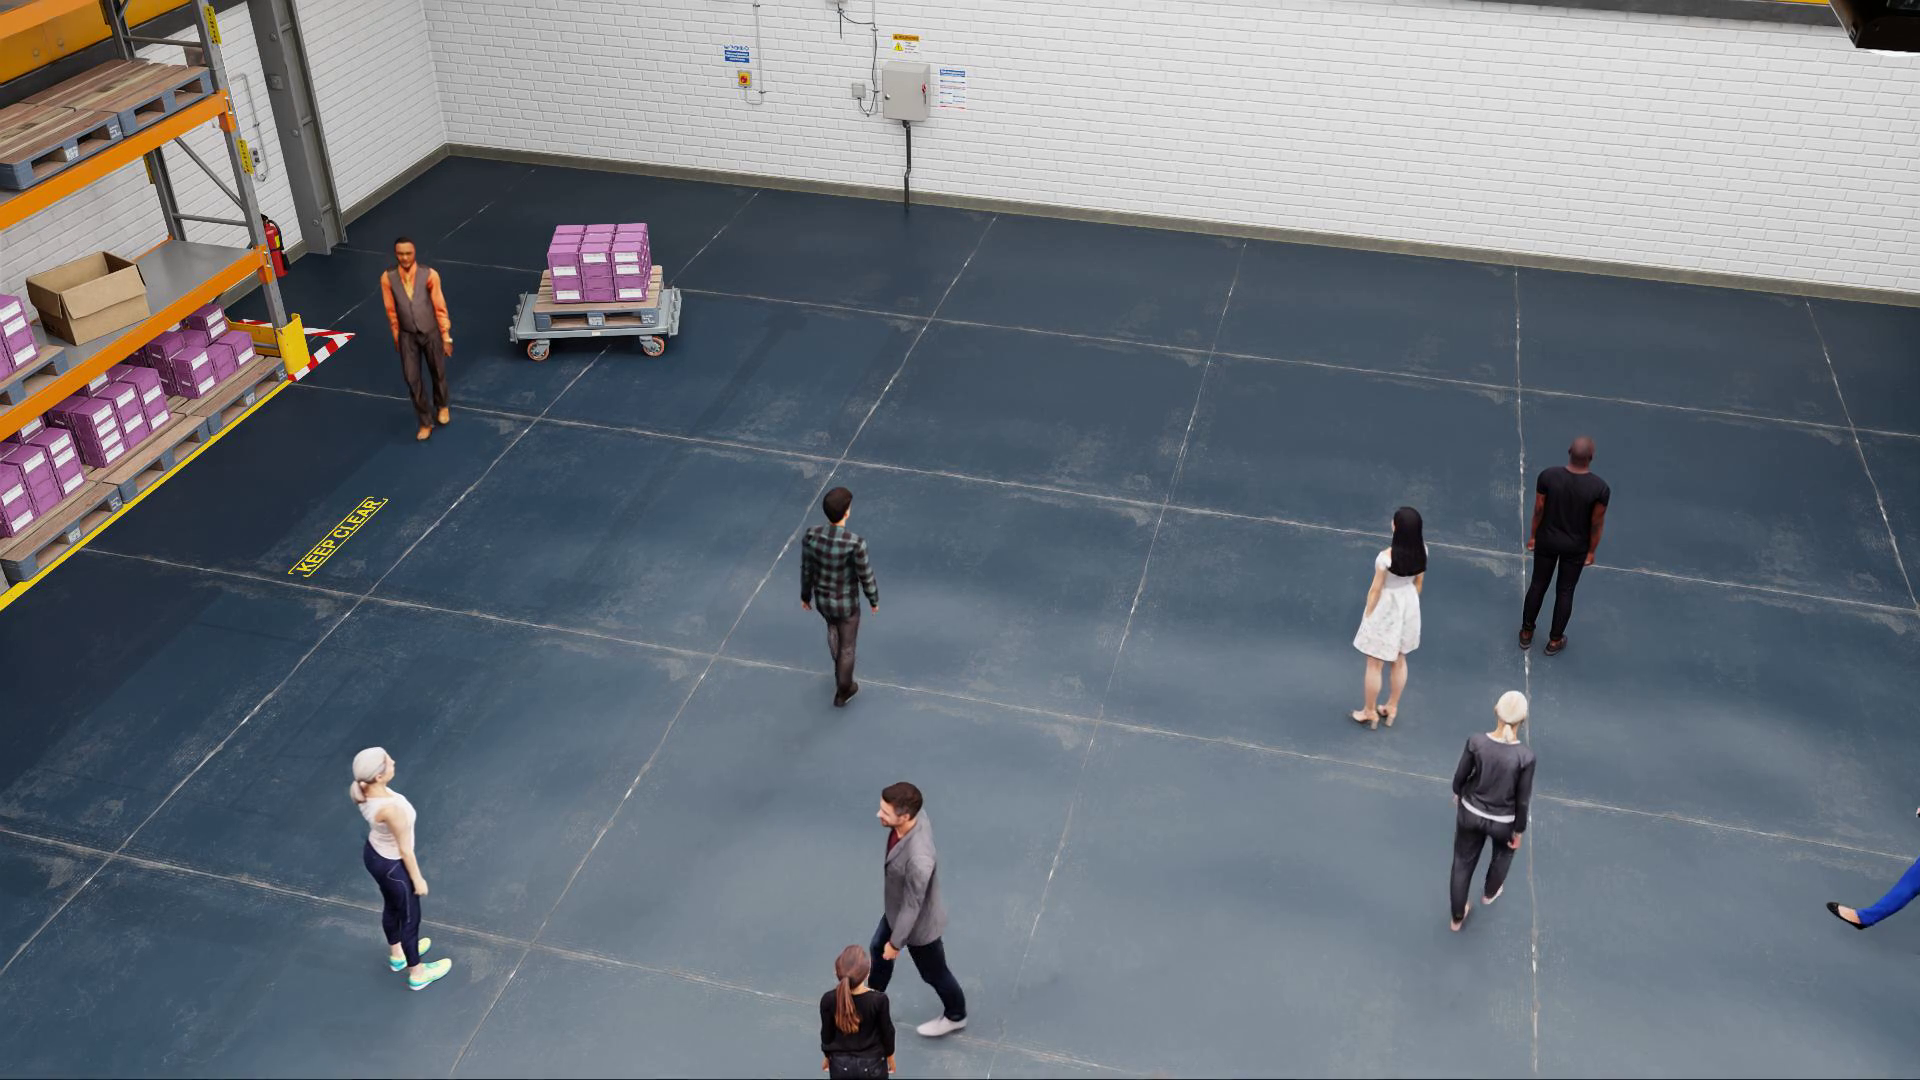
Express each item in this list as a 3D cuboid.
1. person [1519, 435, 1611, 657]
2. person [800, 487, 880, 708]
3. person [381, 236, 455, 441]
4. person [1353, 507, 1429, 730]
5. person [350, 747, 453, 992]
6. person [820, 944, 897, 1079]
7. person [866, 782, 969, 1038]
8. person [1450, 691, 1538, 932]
[{"bbox_3d":[4.434,0.038,12.258,0.726,1.820,0.666,19,38,26],"label":"person"},{"bbox_3d":[-0.881,0.438,11.690,0.752,1.698,0.792,12,35,17],"label":"person"},{"bbox_3d":[-4.891,-1.910,15.130,0.928,1.887,1.059,-5,34,-8],"label":"person"},{"bbox_3d":[2.998,0.547,11.539,0.769,1.770,0.808,-11,35,-16],"label":"person"},{"bbox_3d":[-3.274,1.887,9.584,0.700,1.701,0.672,-26,41,-33],"label":"person"},{"bbox_3d":[-0.527,2.660,8.554,0.583,1.555,0.591,1,34,2],"label":"person"},{"bbox_3d":[-0.166,2.067,9.194,1.075,1.833,1.113,-9,35,-14],"label":"person"},{"bbox_3d":[3.133,1.674,9.897,0.734,1.710,0.848,17,37,24],"label":"person"}]
